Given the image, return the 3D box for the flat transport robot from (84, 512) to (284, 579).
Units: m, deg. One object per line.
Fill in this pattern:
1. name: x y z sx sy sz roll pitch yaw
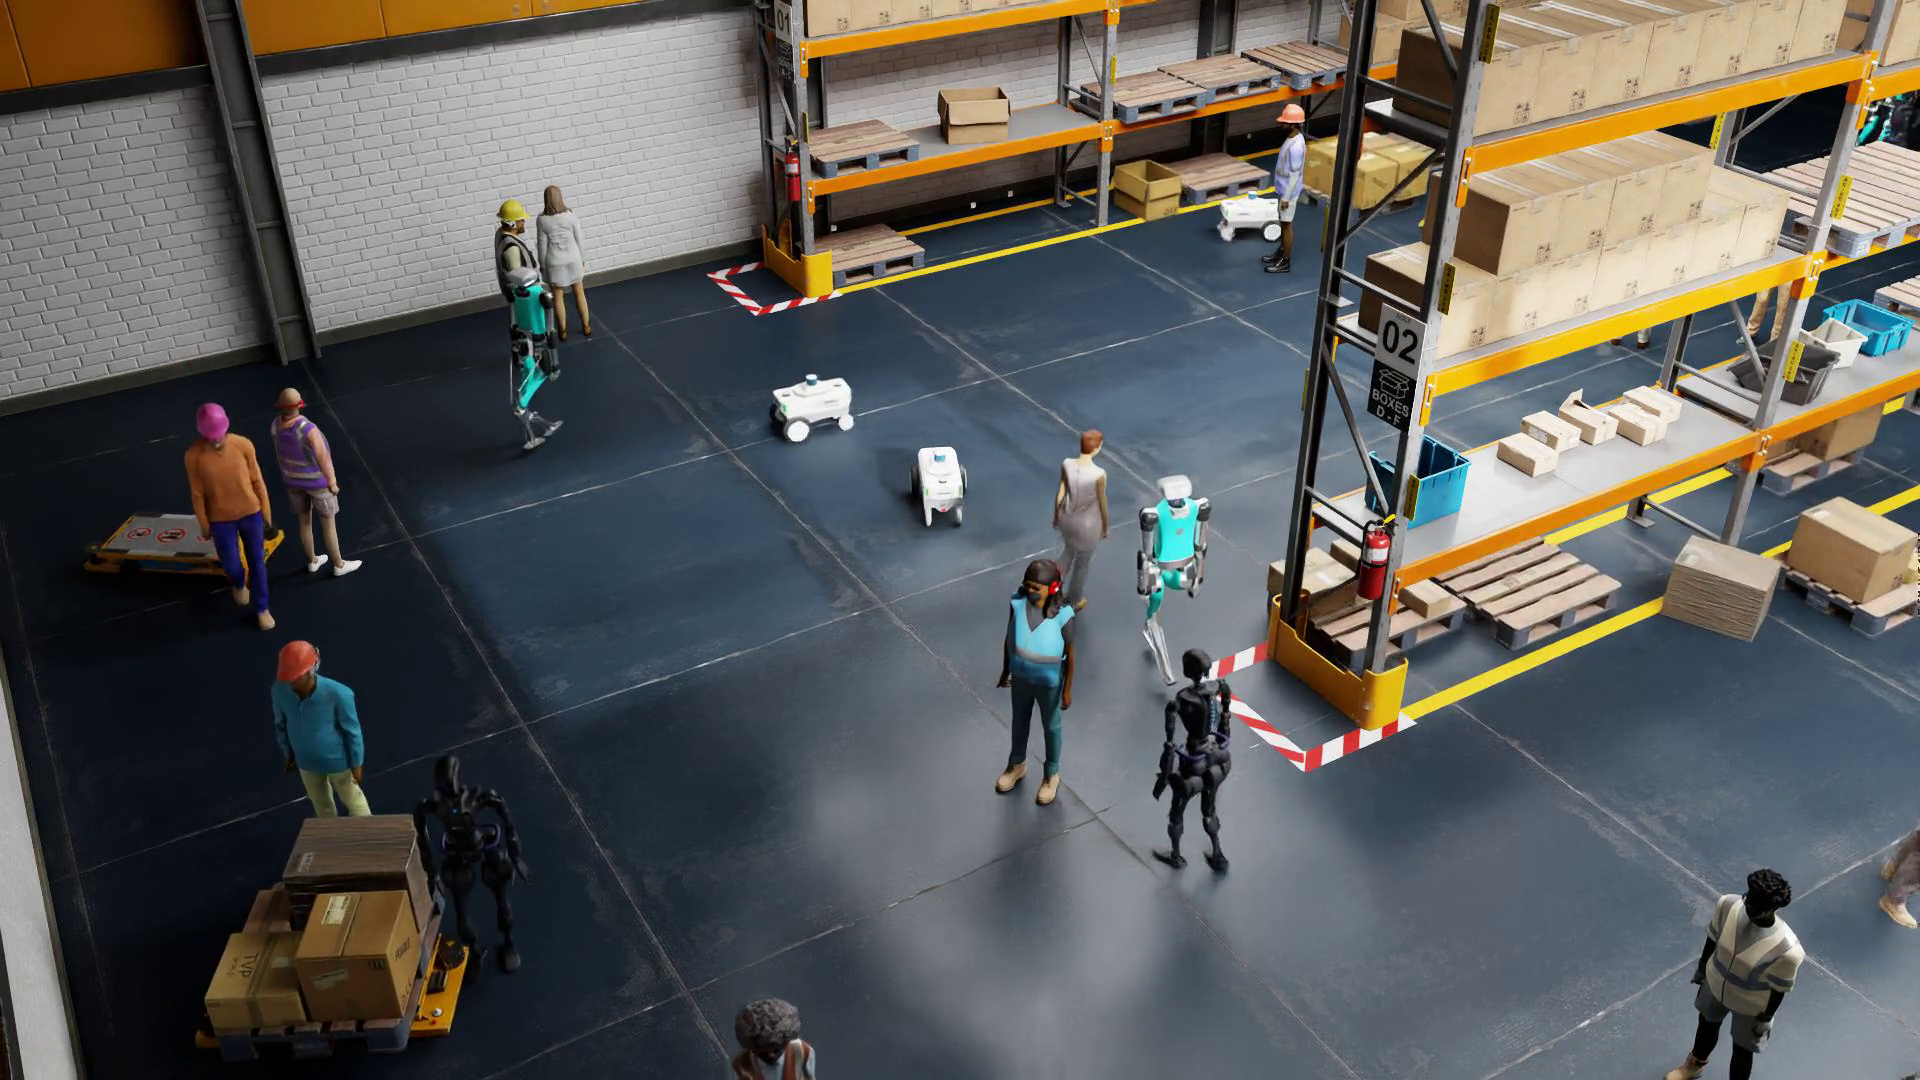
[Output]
1. flat transport robot: -6.530 0.052 14.002 1.431 0.231 0.659 3 32 4

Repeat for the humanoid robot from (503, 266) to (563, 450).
1. humanoid robot: -3.984 -1.586 15.242 0.554 1.780 0.881 16 35 24

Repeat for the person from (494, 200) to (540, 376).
1. person: -4.403 -2.525 16.650 0.403 1.823 0.591 -11 34 -18

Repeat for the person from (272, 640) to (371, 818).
1. person: -4.036 1.370 10.502 0.571 1.746 0.345 5 32 8

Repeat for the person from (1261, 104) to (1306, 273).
1. person: 3.694 -3.984 18.869 0.351 1.938 0.543 2 32 4

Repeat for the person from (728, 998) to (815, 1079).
1. person: -0.883 2.924 8.097 0.461 1.659 0.686 -6 33 -10

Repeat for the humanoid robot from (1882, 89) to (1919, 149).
1. humanoid robot: 11.545 -4.847 20.544 0.719 1.634 0.598 9 33 13

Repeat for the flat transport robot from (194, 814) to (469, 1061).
1. flat transport robot: -3.698 2.660 9.842 1.431 0.231 0.659 -2 32 -3

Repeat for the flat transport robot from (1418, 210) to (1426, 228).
1. flat transport robot: 6.298 -4.070 20.574 0.659 0.231 1.431 23 39 32

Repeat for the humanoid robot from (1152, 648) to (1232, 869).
1. humanoid robot: 1.522 1.428 10.494 0.601 1.648 0.447 -20 37 -29

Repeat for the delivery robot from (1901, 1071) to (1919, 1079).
1. delivery robot: 5.489 3.065 8.928 0.779 0.597 0.499 1 32 2

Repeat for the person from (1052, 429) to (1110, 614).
1. person: 0.934 -0.124 12.995 0.444 1.639 0.402 20 37 29

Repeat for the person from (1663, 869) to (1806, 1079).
1. person: 4.156 2.413 8.897 0.322 1.688 0.528 -16 35 -24

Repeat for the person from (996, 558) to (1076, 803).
1. person: 0.518 0.923 11.110 0.527 1.866 0.391 16 35 24

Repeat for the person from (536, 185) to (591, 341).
1. person: -4.168 -2.906 17.405 0.489 1.659 0.339 -14 35 -21

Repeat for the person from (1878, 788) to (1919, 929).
1. person: 6.033 1.562 10.231 0.336 1.754 0.650 18 36 26

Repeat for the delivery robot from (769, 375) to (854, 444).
1. delivery robot: -1.407 -1.293 15.869 0.781 0.587 0.499 -13 34 -19

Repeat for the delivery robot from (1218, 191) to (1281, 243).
1. delivery robot: 3.504 -3.920 20.039 0.739 0.566 0.499 -1 32 -2

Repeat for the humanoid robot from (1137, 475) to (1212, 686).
1. humanoid robot: 1.499 0.224 12.334 0.550 1.733 1.006 -8 33 -13

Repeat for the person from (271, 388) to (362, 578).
1. person: -5.269 -0.459 13.474 0.486 1.694 0.346 10 33 15

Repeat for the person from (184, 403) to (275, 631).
1. person: -5.601 -0.217 12.837 0.535 1.964 0.537 -18 36 -26

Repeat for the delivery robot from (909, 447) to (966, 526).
1. delivery robot: -0.178 -0.518 14.649 0.499 0.603 0.794 -3 32 -5

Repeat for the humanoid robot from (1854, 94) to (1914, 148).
1. humanoid robot: 11.670 -5.254 21.177 0.777 1.868 0.540 -26 40 -35

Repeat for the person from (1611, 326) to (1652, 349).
1. person: 7.070 -2.863 17.142 0.555 1.876 0.406 13 34 20

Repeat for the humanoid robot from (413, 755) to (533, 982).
1. humanoid robot: -2.836 1.894 9.735 0.610 1.649 0.311 -5 32 -9

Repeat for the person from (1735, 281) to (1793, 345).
1. person: 8.442 -2.770 17.105 0.340 1.747 0.571 -27 41 -36

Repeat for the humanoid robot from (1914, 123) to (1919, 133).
1. humanoid robot: 12.606 -5.361 21.294 0.599 1.657 0.315 5 33 9
